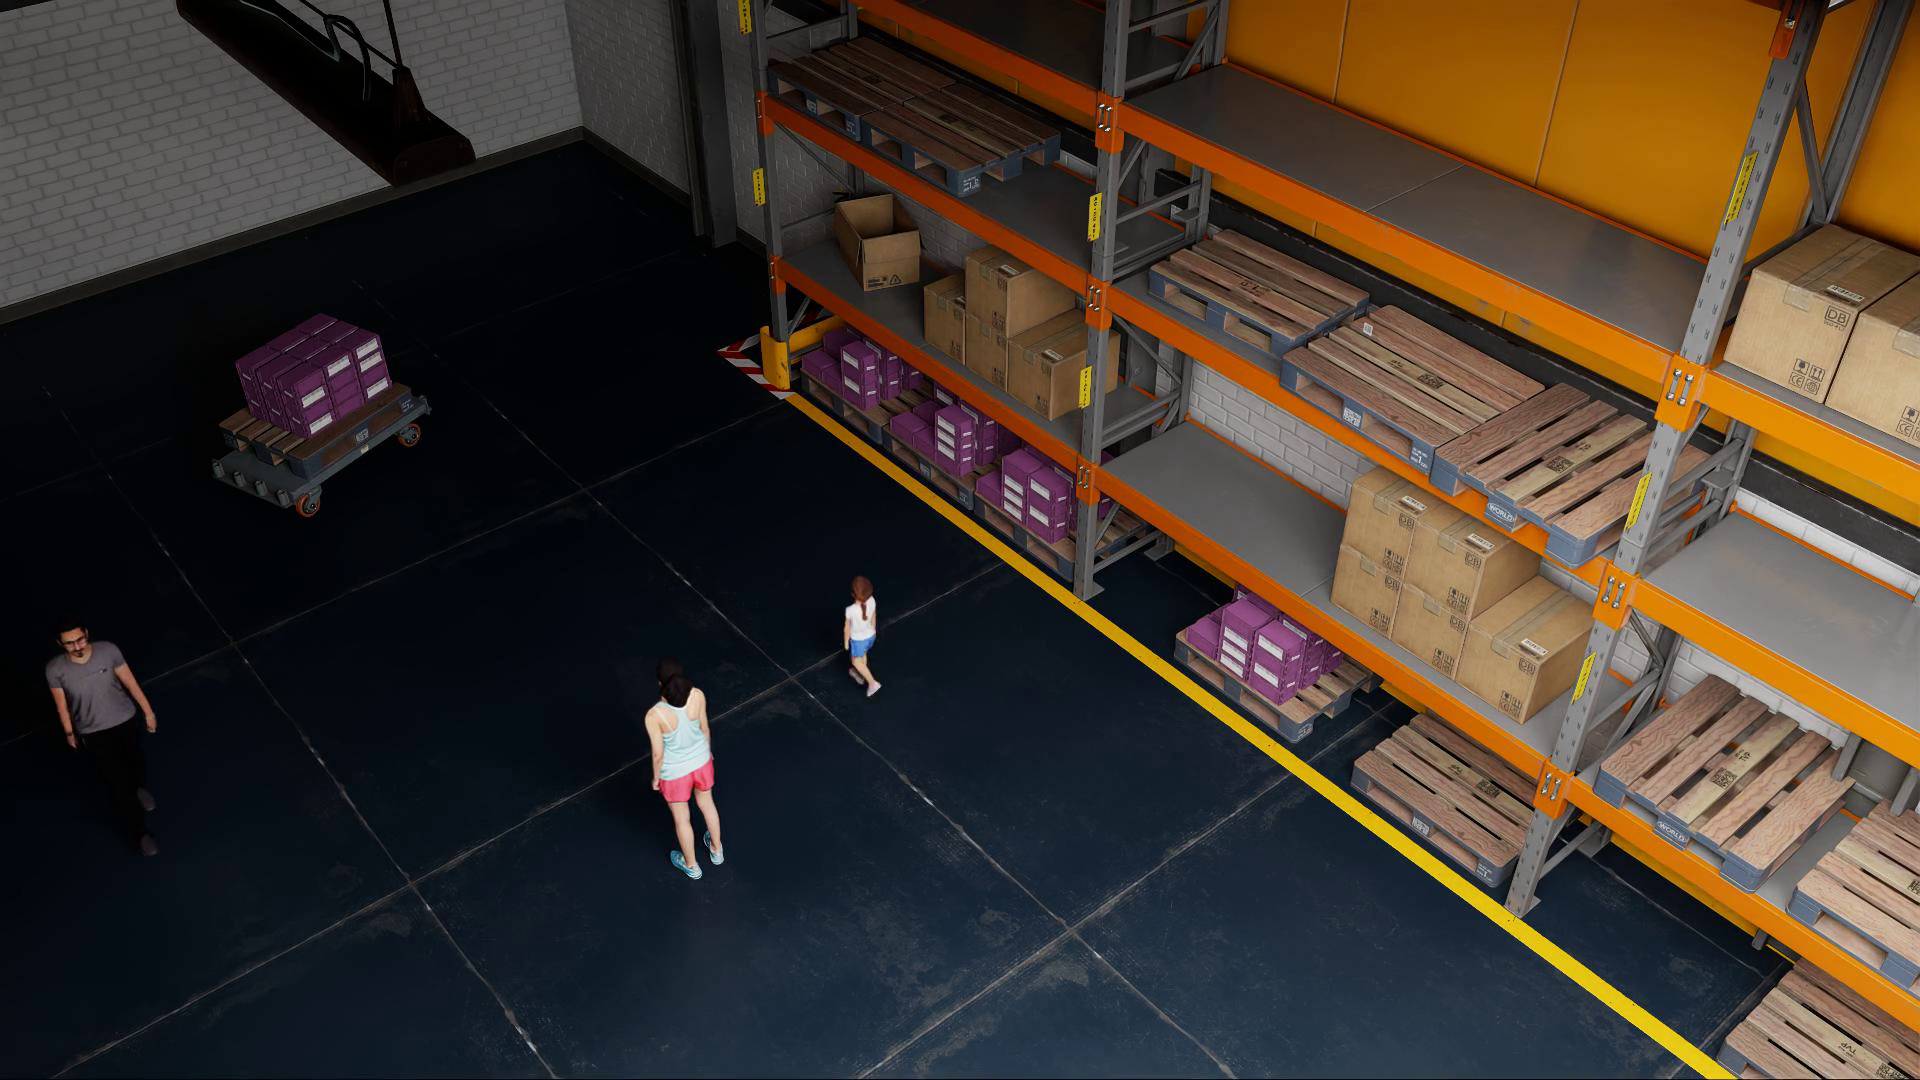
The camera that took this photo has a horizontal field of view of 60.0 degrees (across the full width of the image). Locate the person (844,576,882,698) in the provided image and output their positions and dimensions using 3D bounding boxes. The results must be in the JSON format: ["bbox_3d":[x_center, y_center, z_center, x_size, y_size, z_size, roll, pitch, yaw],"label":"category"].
[{"bbox_3d":[-0.688,0.691,11.799,0.426,1.010,0.607,-28,46,-31],"label":"person"}]

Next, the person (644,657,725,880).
[{"bbox_3d":[-1.712,1.400,10.306,0.590,1.764,0.545,-26,45,-29],"label":"person"}]

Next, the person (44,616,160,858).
[{"bbox_3d":[-5.503,1.130,10.676,0.686,1.725,1.032,-30,47,-32],"label":"person"}]
